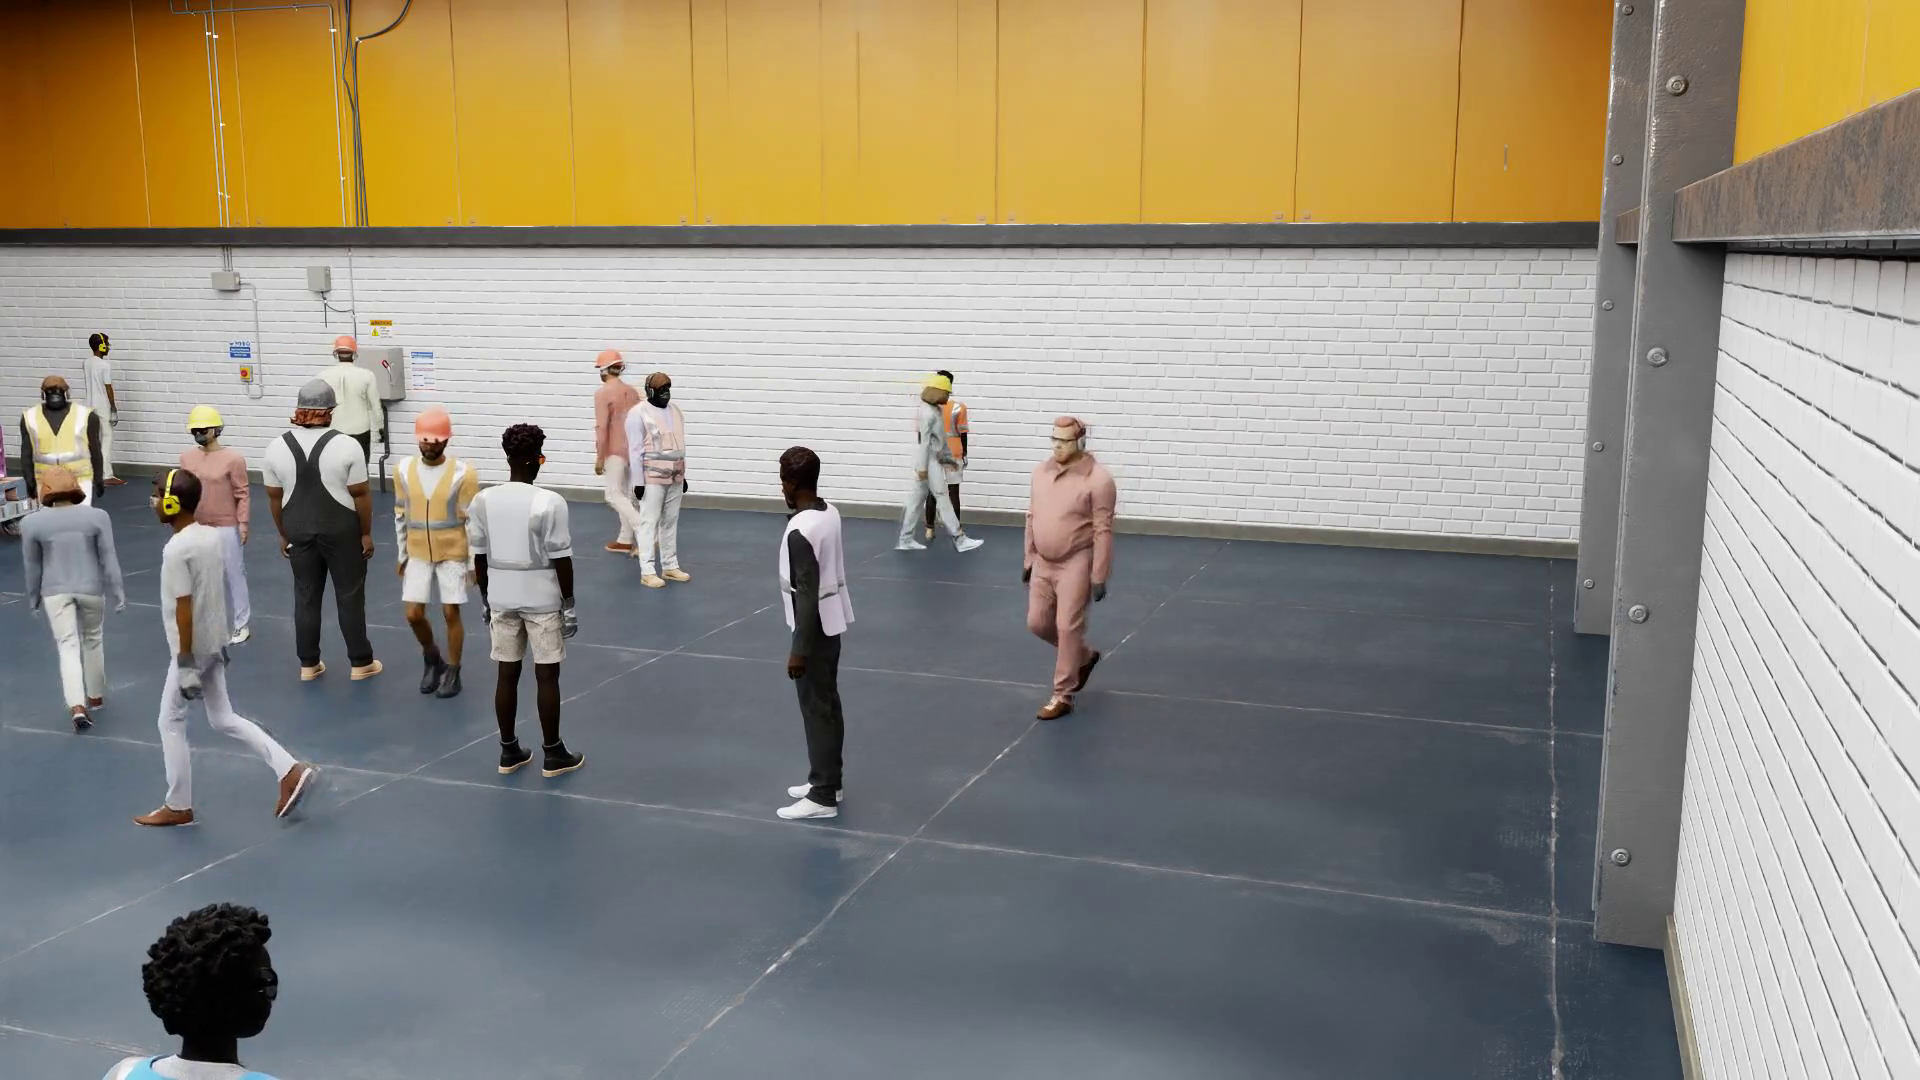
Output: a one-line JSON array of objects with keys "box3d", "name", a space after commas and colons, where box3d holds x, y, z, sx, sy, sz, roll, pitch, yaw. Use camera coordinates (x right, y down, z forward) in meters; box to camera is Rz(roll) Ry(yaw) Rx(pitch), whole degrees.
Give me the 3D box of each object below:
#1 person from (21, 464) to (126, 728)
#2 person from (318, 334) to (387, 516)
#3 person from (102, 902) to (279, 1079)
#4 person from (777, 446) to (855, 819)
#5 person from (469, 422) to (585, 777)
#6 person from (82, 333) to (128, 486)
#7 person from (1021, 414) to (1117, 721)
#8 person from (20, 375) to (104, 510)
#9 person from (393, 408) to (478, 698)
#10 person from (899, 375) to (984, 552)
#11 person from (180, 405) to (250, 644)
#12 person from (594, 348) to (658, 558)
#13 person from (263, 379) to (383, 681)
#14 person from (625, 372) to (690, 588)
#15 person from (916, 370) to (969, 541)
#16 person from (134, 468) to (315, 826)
[{"box3d": [-5.428, 0.333, 10.205, 0.520, 1.594, 0.822, -6, 12, -30], "name": "person"}, {"box3d": [-6.464, -1.192, 17.687, 0.644, 1.982, 0.443, 0, 10, -3], "name": "person"}, {"box3d": [-1.399, 1.523, 3.199, 0.535, 1.699, 0.321, 3, 11, 18], "name": "person"}, {"box3d": [-0.749, 0.474, 8.510, 0.398, 1.915, 0.588, 1, 10, 8], "name": "person"}, {"box3d": [-2.379, 0.331, 9.163, 0.610, 1.965, 0.364, 3, 10, 16], "name": "person"}, {"box3d": [-10.472, -1.591, 20.310, 0.501, 1.862, 0.330, 5, 11, 27], "name": "person"}, {"box3d": [0.686, 0.150, 10.382, 0.662, 1.889, 0.642, 10, 14, 44], "name": "person"}, {"box3d": [-7.804, -0.540, 14.506, 0.634, 1.825, 0.694, -3, 11, -18], "name": "person"}, {"box3d": [-3.350, 0.097, 10.652, 0.573, 1.907, 0.507, 0, 10, 0], "name": "person"}, {"box3d": [-0.194, -0.720, 15.859, 0.855, 1.689, 0.491, 0, 10, 2], "name": "person"}, {"box3d": [-5.463, -0.108, 12.201, 0.526, 1.769, 0.329, 1, 10, 8], "name": "person"}, {"box3d": [-3.141, -0.821, 15.687, 0.725, 1.962, 0.638, 4, 11, 23], "name": "person"}, {"box3d": [-4.264, -0.070, 11.214, 0.674, 2.000, 0.535, 0, 10, 1], "name": "person"}, {"box3d": [-2.574, -0.526, 14.341, 0.429, 1.842, 0.636, 6, 12, 32], "name": "person"}, {"box3d": [-0.168, -0.829, 16.457, 0.535, 1.697, 0.318, 2, 10, 9], "name": "person"}, {"box3d": [-3.734, 0.546, 8.320, 0.836, 1.846, 0.533, 0, 10, 1], "name": "person"}]
